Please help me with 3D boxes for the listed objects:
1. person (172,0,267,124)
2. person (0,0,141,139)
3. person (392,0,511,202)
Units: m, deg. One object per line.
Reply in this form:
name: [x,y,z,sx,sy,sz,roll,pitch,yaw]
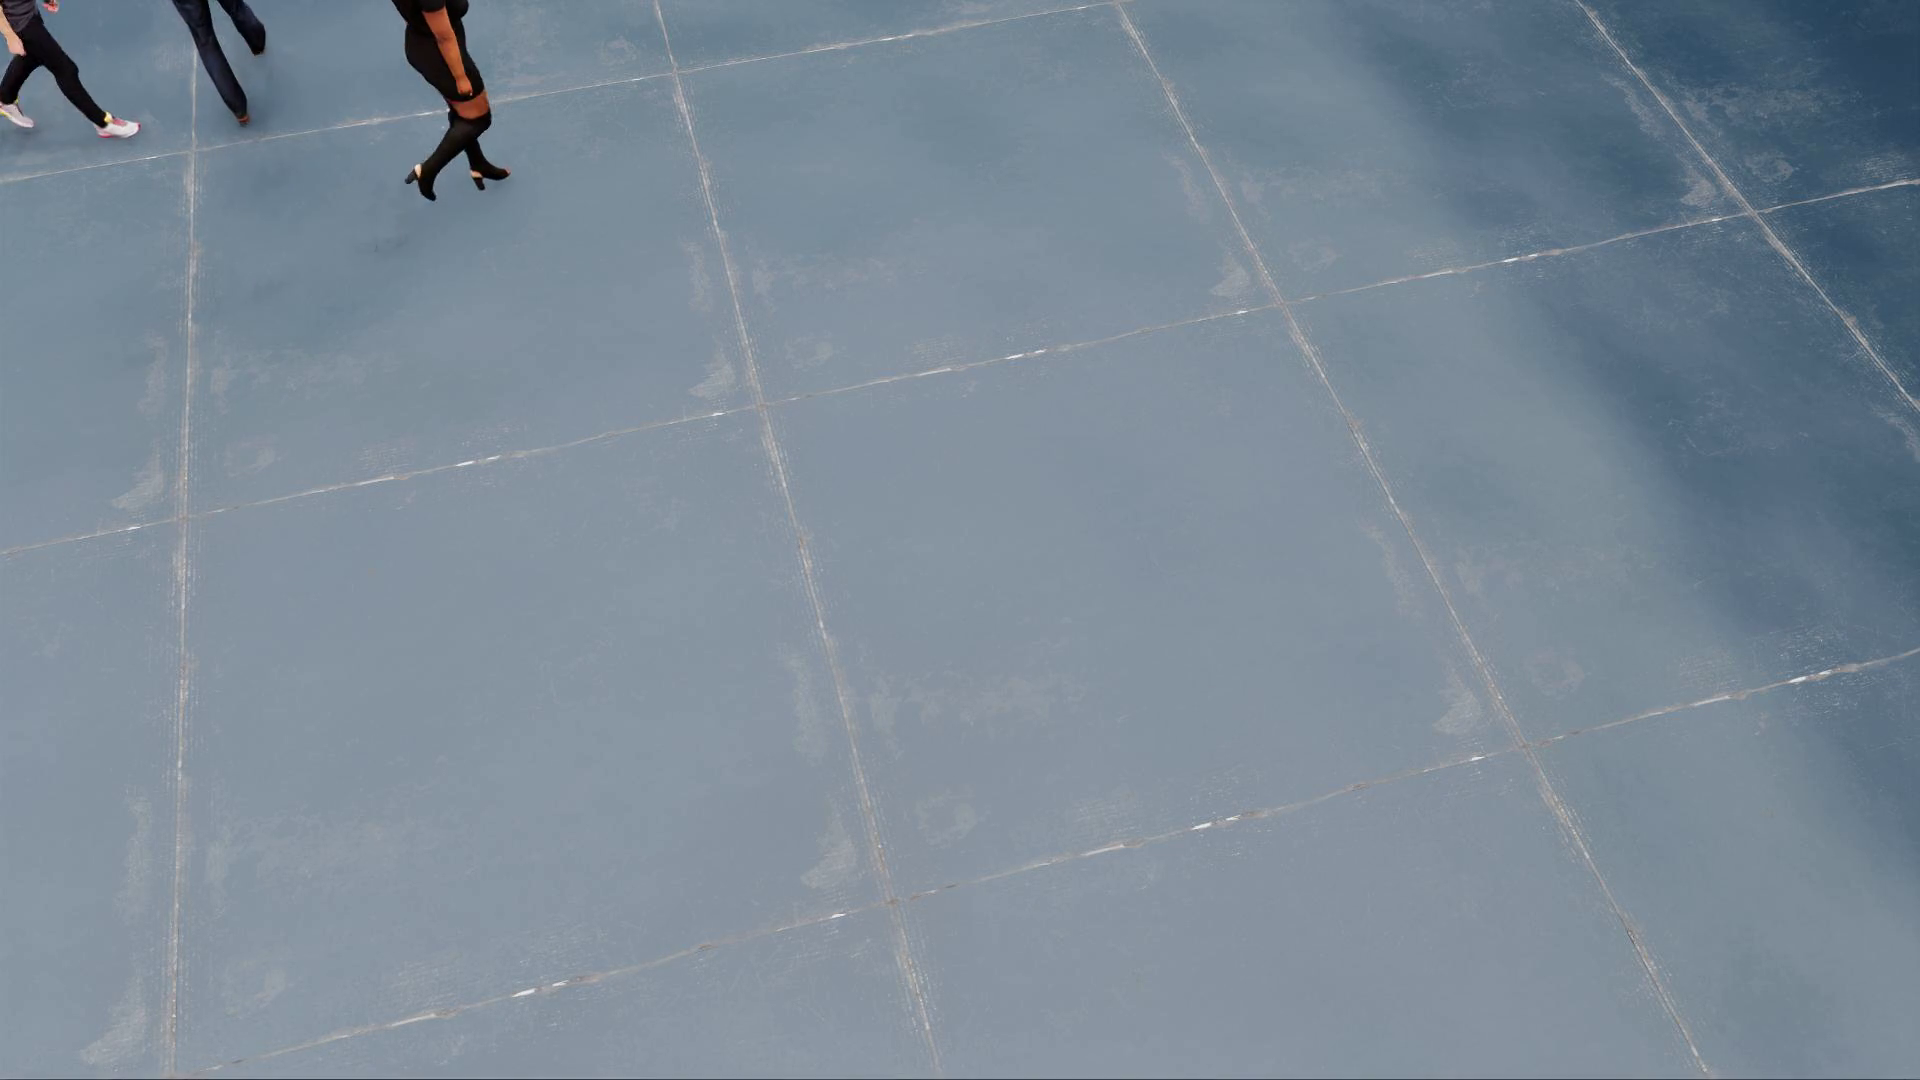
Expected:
person: [-4.531,-3.311,9.847,0.687,1.764,1.135,-14,54,-11]
person: [-5.552,-3.055,9.666,0.860,1.736,1.114,-4,52,-3]
person: [-2.947,-2.617,9.260,0.900,1.842,0.916,-30,58,-21]
